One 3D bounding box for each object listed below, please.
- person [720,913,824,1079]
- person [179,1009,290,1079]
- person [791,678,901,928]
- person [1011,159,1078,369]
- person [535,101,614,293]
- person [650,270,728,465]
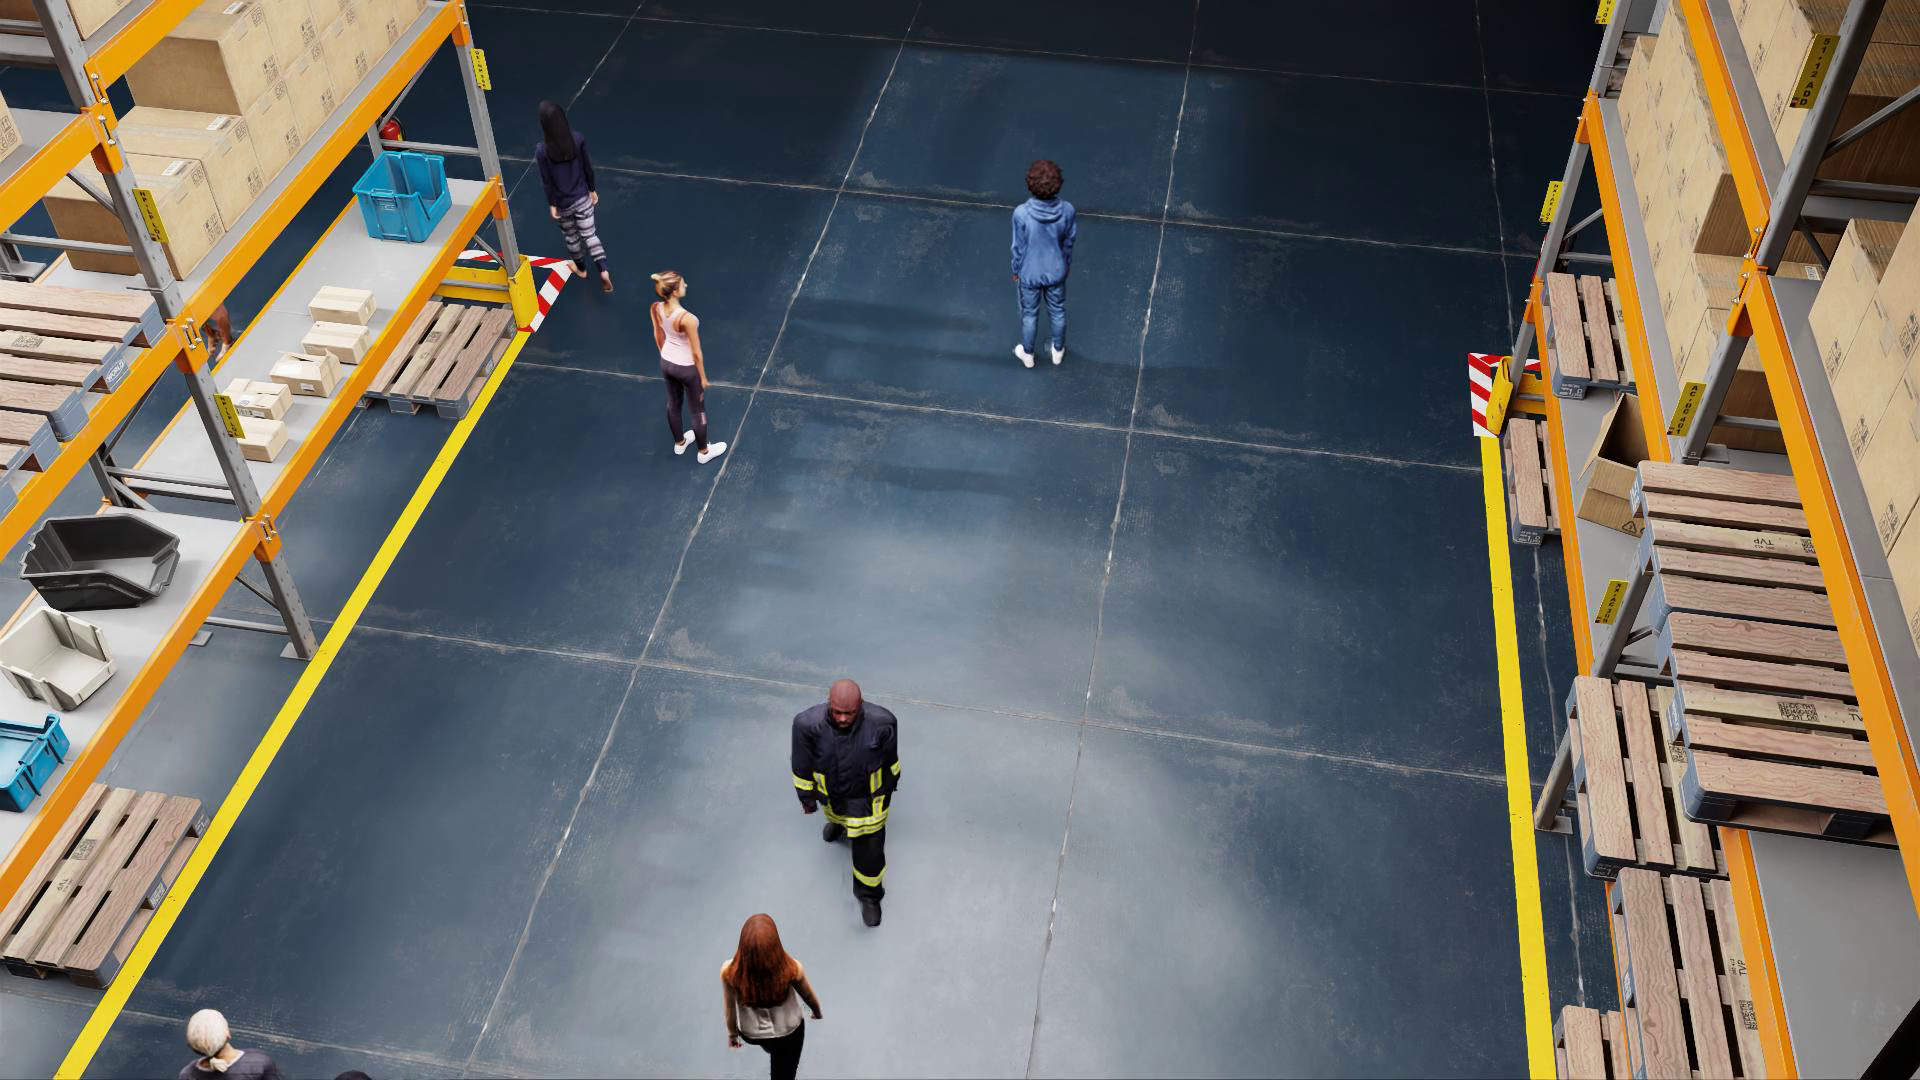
[{"bbox_3d":[-0.938,2.475,8.213,0.672,1.677,1.125,3,44,3],"label":"person"},{"bbox_3d":[-3.329,2.747,7.894,0.657,1.725,0.617,-6,44,-6],"label":"person"},{"bbox_3d":[-0.647,1.289,9.383,0.862,1.782,1.188,3,44,3],"label":"person"},{"bbox_3d":[0.645,-2.134,12.955,0.732,1.811,0.671,-5,44,-5],"label":"person"},{"bbox_3d":[-3.182,-2.791,13.717,0.971,1.711,1.033,-25,49,-24],"label":"person"},{"bbox_3d":[-2.042,-1.270,12.165,0.637,1.650,0.640,24,48,23],"label":"person"}]
